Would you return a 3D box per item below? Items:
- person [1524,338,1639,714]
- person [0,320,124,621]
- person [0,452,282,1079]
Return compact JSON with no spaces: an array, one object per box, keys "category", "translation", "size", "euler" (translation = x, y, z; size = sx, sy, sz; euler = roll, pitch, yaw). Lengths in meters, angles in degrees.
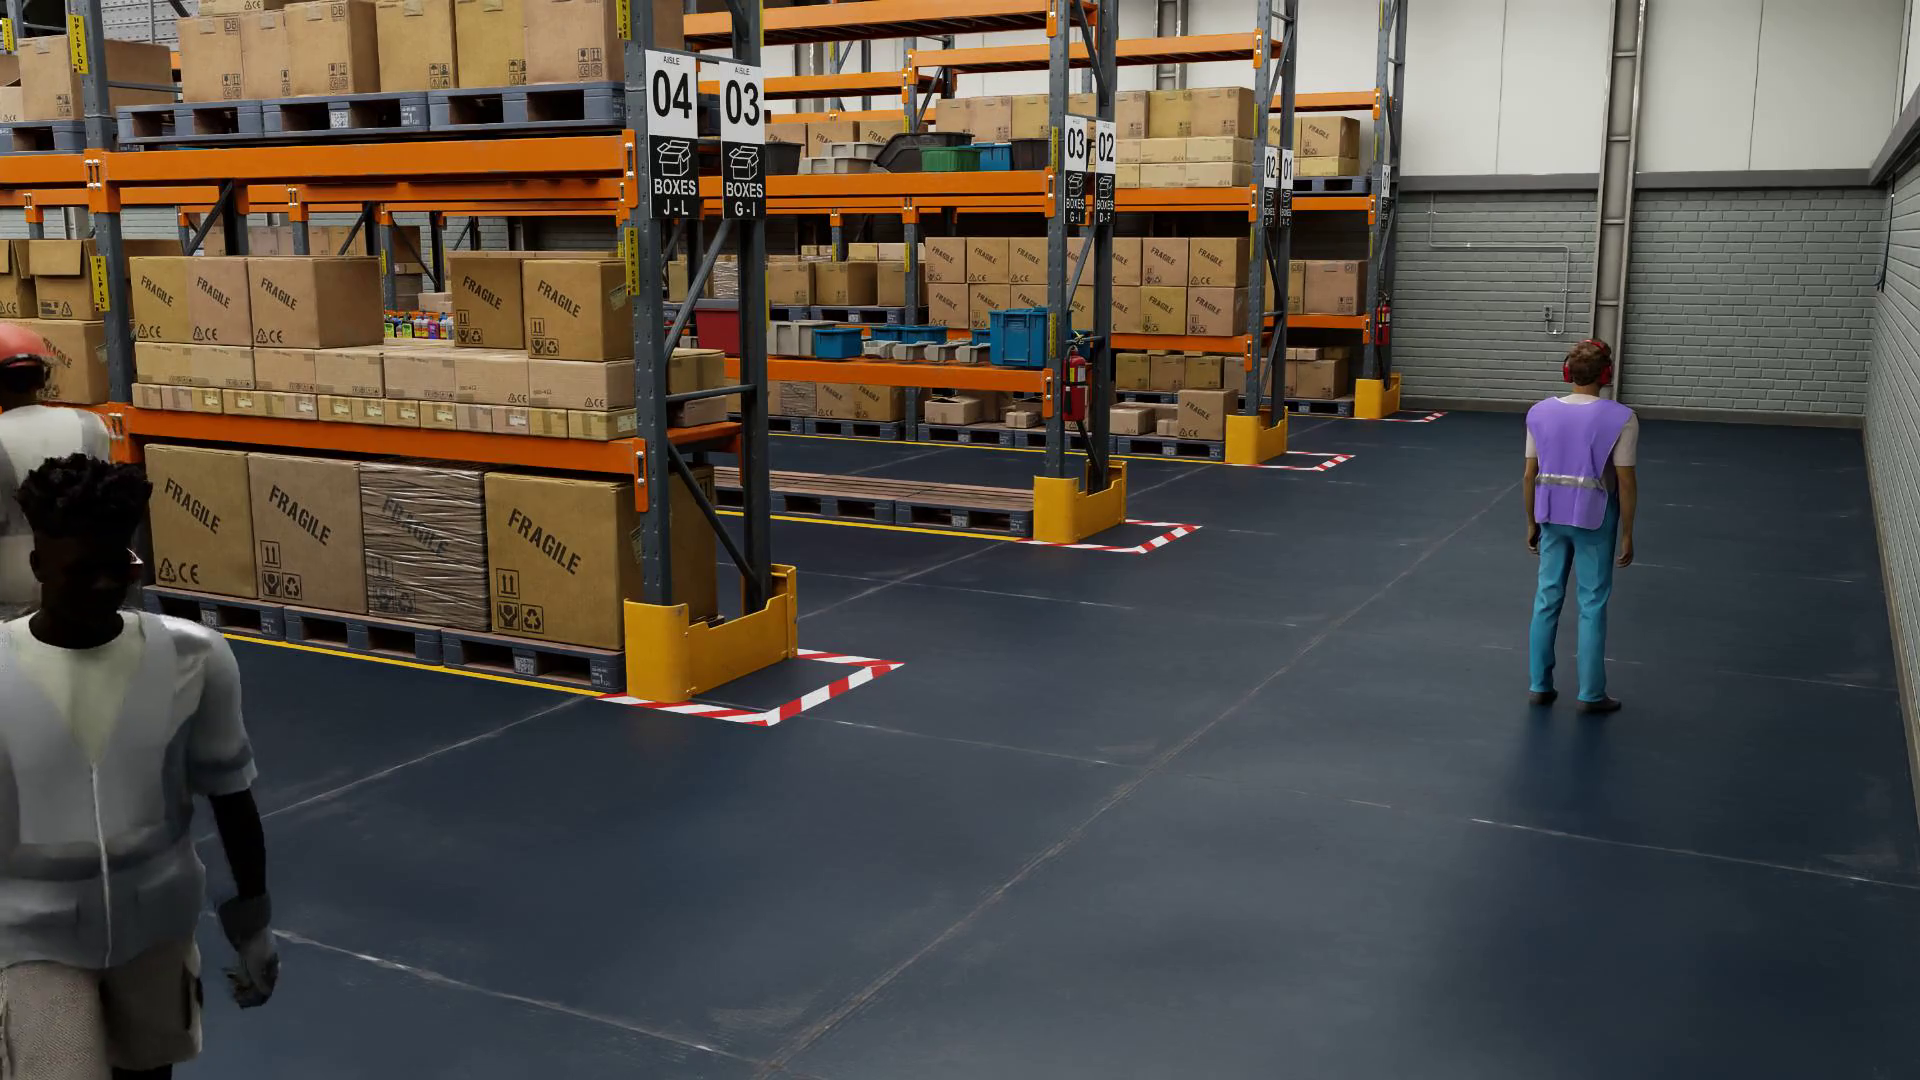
[{"category":"person","translation":[3.041,-0.062,8.201],"size":[0.565,1.849,0.388],"euler":[10,14,43]},{"category":"person","translation":[-3.561,0.159,6.515],"size":[0.621,2.029,0.641],"euler":[7,13,35]},{"category":"person","translation":[-1.653,0.796,3.257],"size":[0.629,1.935,0.773],"euler":[-8,13,-39]}]
